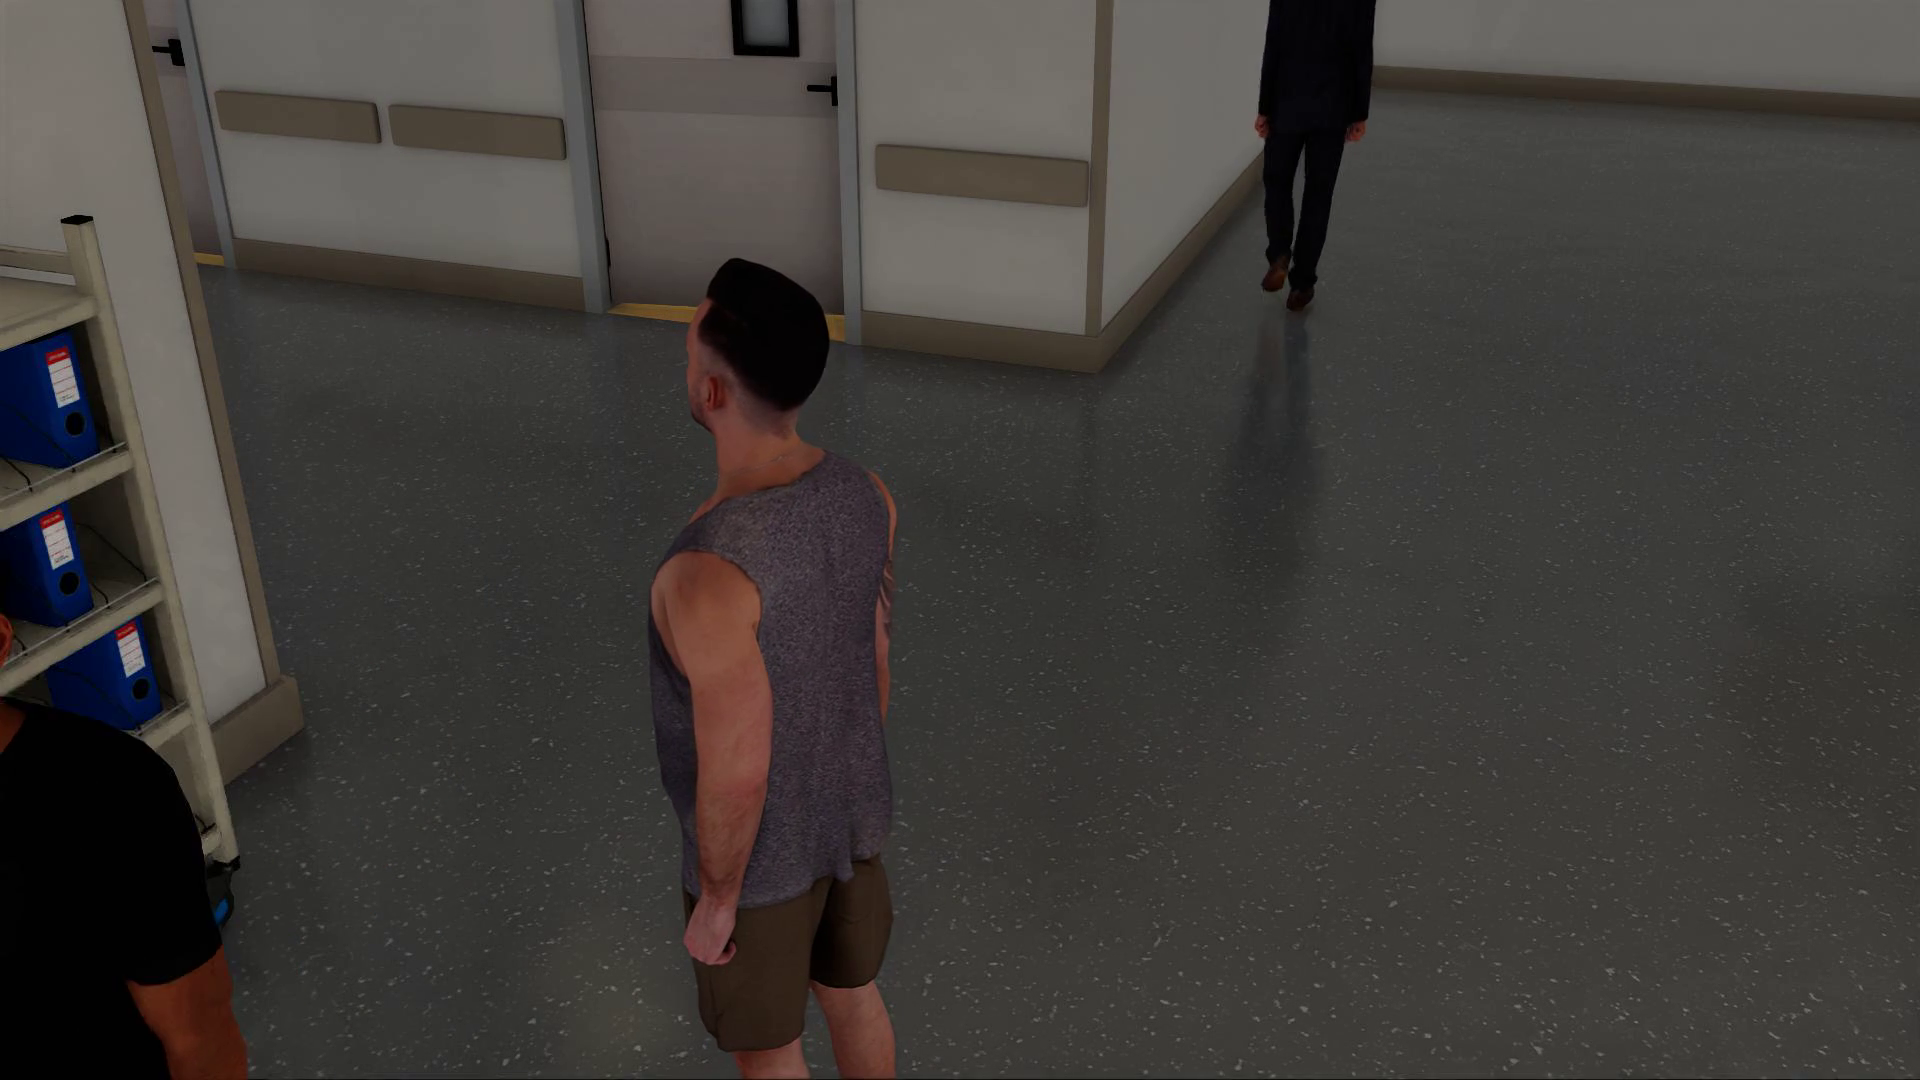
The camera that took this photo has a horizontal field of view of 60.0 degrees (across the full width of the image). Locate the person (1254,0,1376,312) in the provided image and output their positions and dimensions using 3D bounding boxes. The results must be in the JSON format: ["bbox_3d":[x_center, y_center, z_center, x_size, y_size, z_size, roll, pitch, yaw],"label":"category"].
[{"bbox_3d":[1.563,-1.923,7.478,0.665,1.855,0.697,7,27,15],"label":"person"}]

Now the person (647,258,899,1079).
[{"bbox_3d":[-0.278,0.448,2.674,0.749,1.845,0.561,15,30,29],"label":"person"}]
